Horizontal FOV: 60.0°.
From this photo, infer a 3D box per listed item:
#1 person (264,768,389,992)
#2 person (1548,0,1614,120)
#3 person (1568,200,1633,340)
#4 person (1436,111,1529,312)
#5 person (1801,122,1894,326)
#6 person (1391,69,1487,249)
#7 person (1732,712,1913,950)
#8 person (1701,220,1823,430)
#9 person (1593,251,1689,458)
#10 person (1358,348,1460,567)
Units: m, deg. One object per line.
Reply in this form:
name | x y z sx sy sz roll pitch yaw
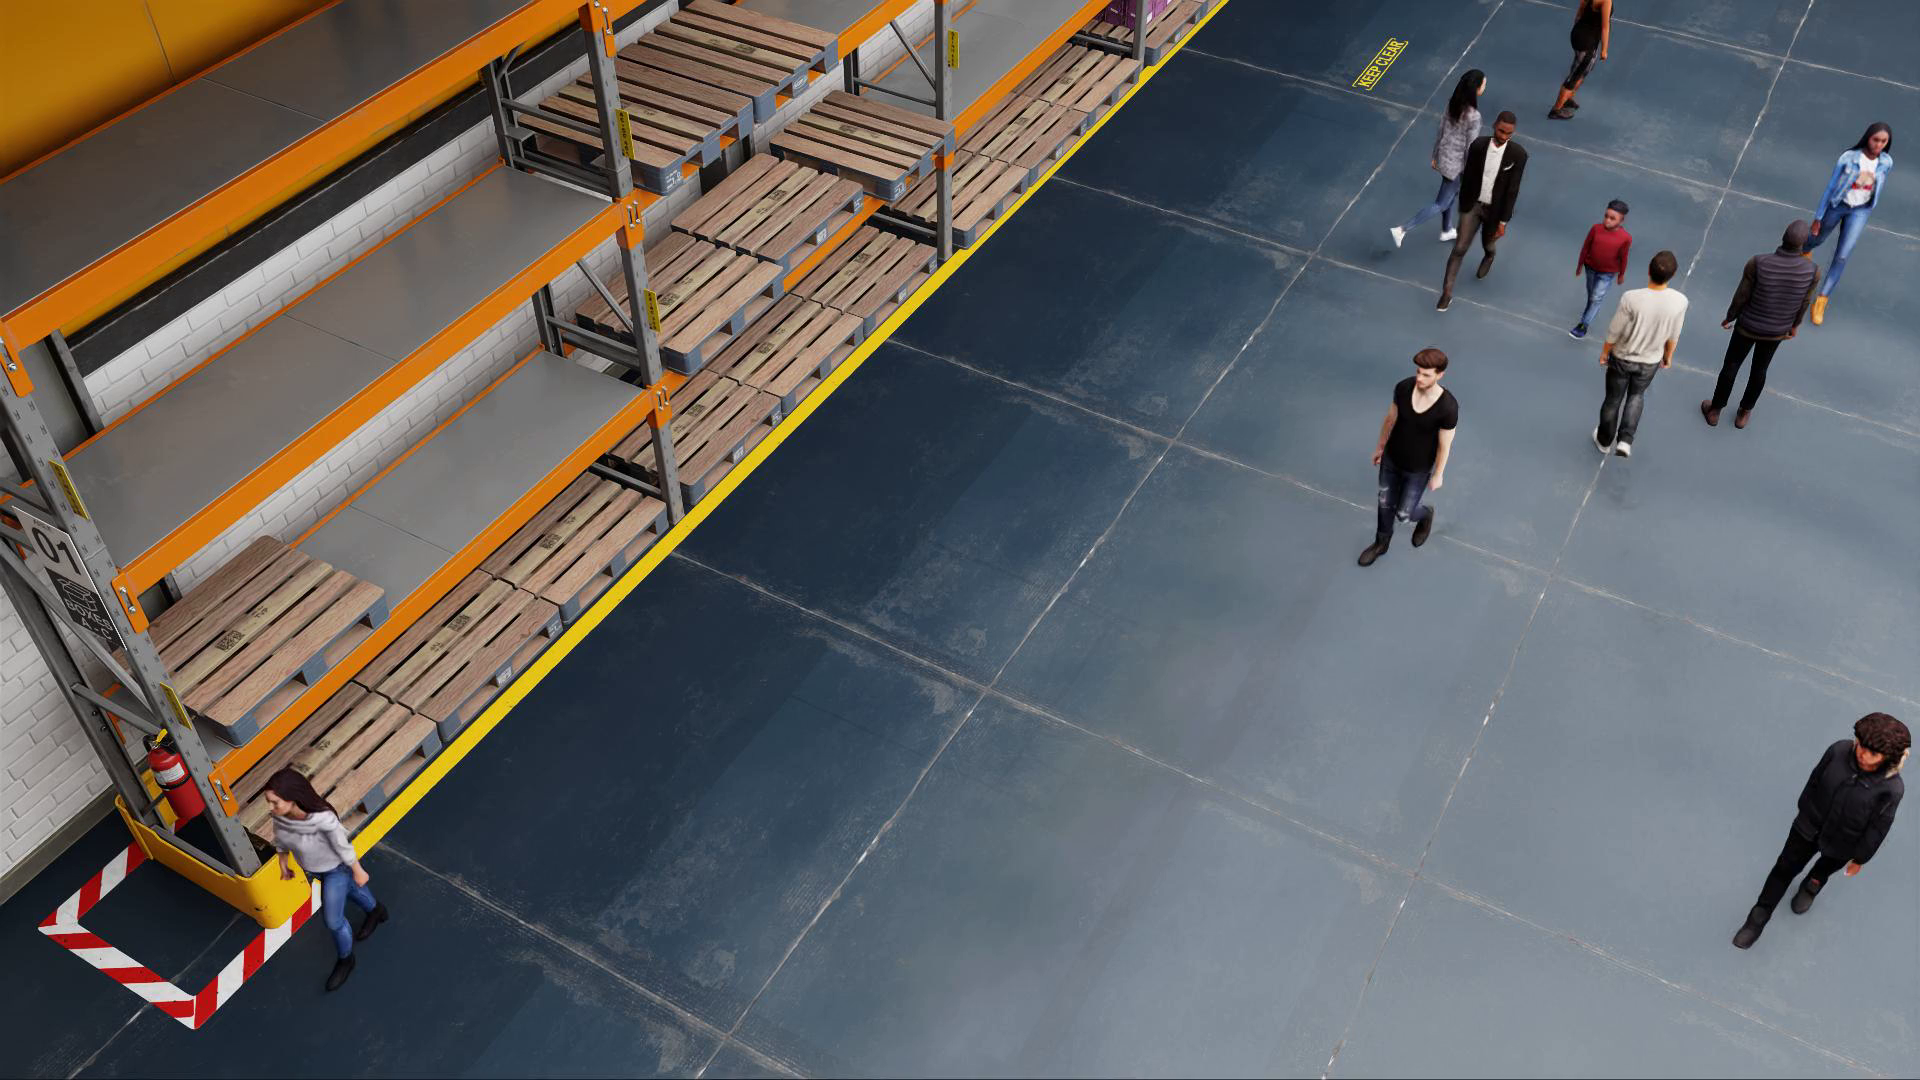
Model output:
person | -3.481 1.751 9.305 0.637 1.607 0.793 20 47 20
person | 6.030 -4.870 16.220 0.765 1.656 0.691 -2 44 -2
person | 5.372 -2.311 13.835 0.658 1.240 0.937 28 50 26
person | 4.451 -2.814 13.982 0.648 1.765 1.133 20 47 20
person | 7.396 -2.769 14.005 0.862 1.669 1.267 9 44 9
person | 4.211 -3.270 14.505 1.142 1.704 1.053 -12 45 -12
person | 4.982 1.578 9.398 1.158 1.730 0.837 -34 53 -30
person | 6.120 -1.641 12.700 0.754 1.835 0.674 10 45 11
person | 5.049 -1.311 12.376 0.821 1.804 0.888 6 44 7
person | 3.180 -0.597 11.569 0.956 1.883 0.827 -31 52 -29
